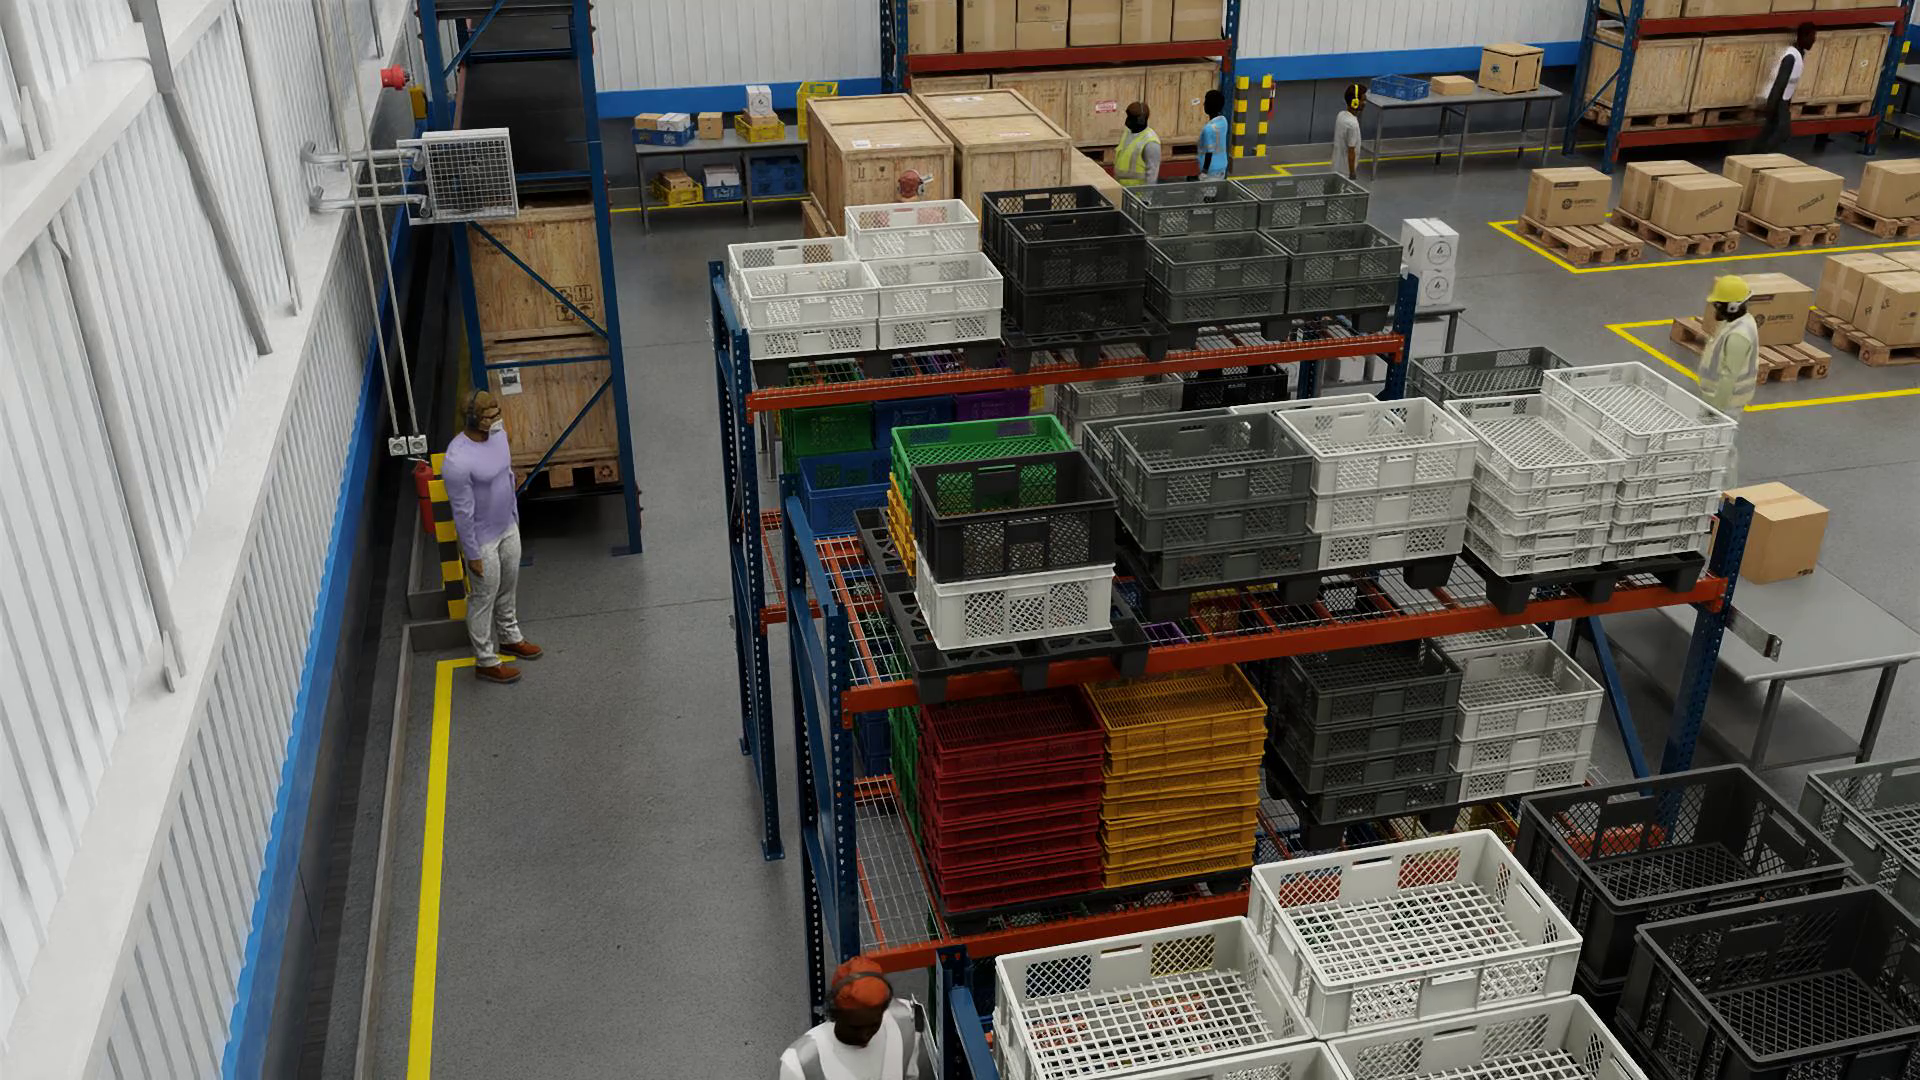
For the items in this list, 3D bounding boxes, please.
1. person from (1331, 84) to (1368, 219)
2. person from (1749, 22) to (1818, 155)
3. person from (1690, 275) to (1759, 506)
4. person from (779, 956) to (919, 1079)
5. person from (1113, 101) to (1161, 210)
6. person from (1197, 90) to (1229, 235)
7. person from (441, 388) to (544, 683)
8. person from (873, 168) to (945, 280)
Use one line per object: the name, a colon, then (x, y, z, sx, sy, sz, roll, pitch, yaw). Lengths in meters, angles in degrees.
person: (4.127, -3.925, 17.762, 0.313, 1.869, 0.538, -3, 28, -6)
person: (10.220, -5.473, 20.687, 0.558, 1.880, 0.608, 14, 31, 25)
person: (5.768, -1.152, 12.602, 0.511, 1.789, 0.742, 11, 30, 20)
person: (-0.368, 2.250, 6.028, 0.574, 1.886, 0.361, -19, 33, -32)
person: (1.795, -3.596, 17.167, 0.429, 1.845, 0.621, -11, 30, -20)
person: (2.751, -4.069, 18.215, 0.322, 1.697, 0.531, 12, 30, 22)
person: (-2.922, -0.041, 10.332, 0.364, 1.933, 0.631, 8, 29, 14)
person: (-0.431, -2.343, 14.737, 0.636, 1.900, 0.400, 6, 28, 12)
